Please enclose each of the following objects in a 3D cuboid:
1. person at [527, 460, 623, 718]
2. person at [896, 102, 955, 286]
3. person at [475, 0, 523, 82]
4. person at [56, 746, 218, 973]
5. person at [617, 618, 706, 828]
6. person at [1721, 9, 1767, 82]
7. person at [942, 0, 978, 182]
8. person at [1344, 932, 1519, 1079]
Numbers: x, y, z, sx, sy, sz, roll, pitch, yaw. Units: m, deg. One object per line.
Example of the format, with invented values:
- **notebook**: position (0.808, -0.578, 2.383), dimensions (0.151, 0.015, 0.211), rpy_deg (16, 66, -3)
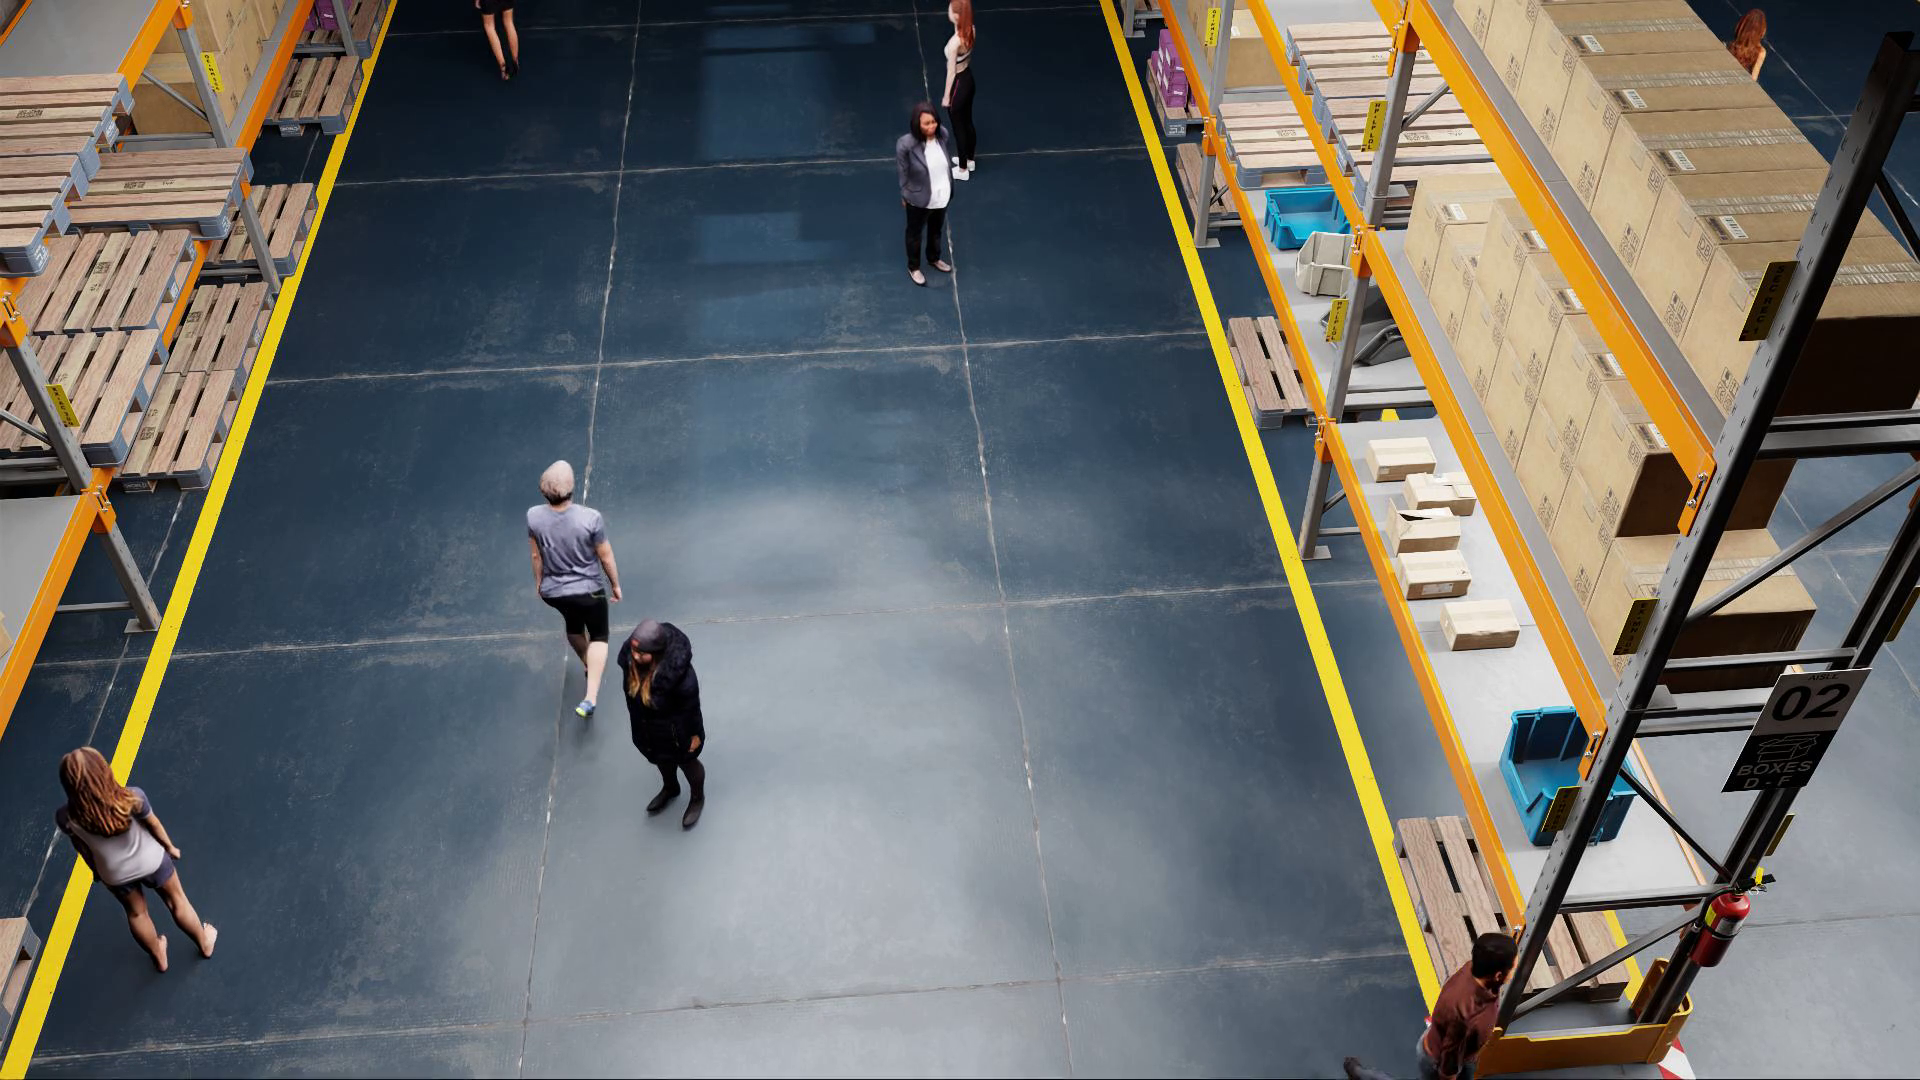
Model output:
- **person**: position (-2.418, 0.371, 10.359), dimensions (0.848, 1.857, 1.086), rpy_deg (3, 44, 3)
- **person**: position (-0.281, -2.941, 14.023), dimensions (0.793, 1.596, 0.825), rpy_deg (-27, 50, -25)
- **person**: position (-4.543, -5.356, 16.405), dimensions (0.744, 1.808, 0.730), rpy_deg (-25, 49, -24)
- **person**: position (-4.477, 1.752, 9.003), dimensions (0.642, 1.727, 0.614), rpy_deg (-14, 45, -14)
- **person**: position (-1.717, 1.054, 9.774), dimensions (0.791, 1.674, 0.821), rpy_deg (20, 47, 20)
- **person**: position (6.731, -3.742, 14.734), dimensions (0.788, 1.776, 1.196), rpy_deg (7, 44, 7)
- **person**: position (0.011, -4.106, 15.143), dimensions (0.730, 1.740, 0.627), rpy_deg (19, 47, 19)
- **person**: position (2.329, 2.488, 8.220), dimensions (1.096, 1.742, 1.034), rpy_deg (31, 52, 29)
